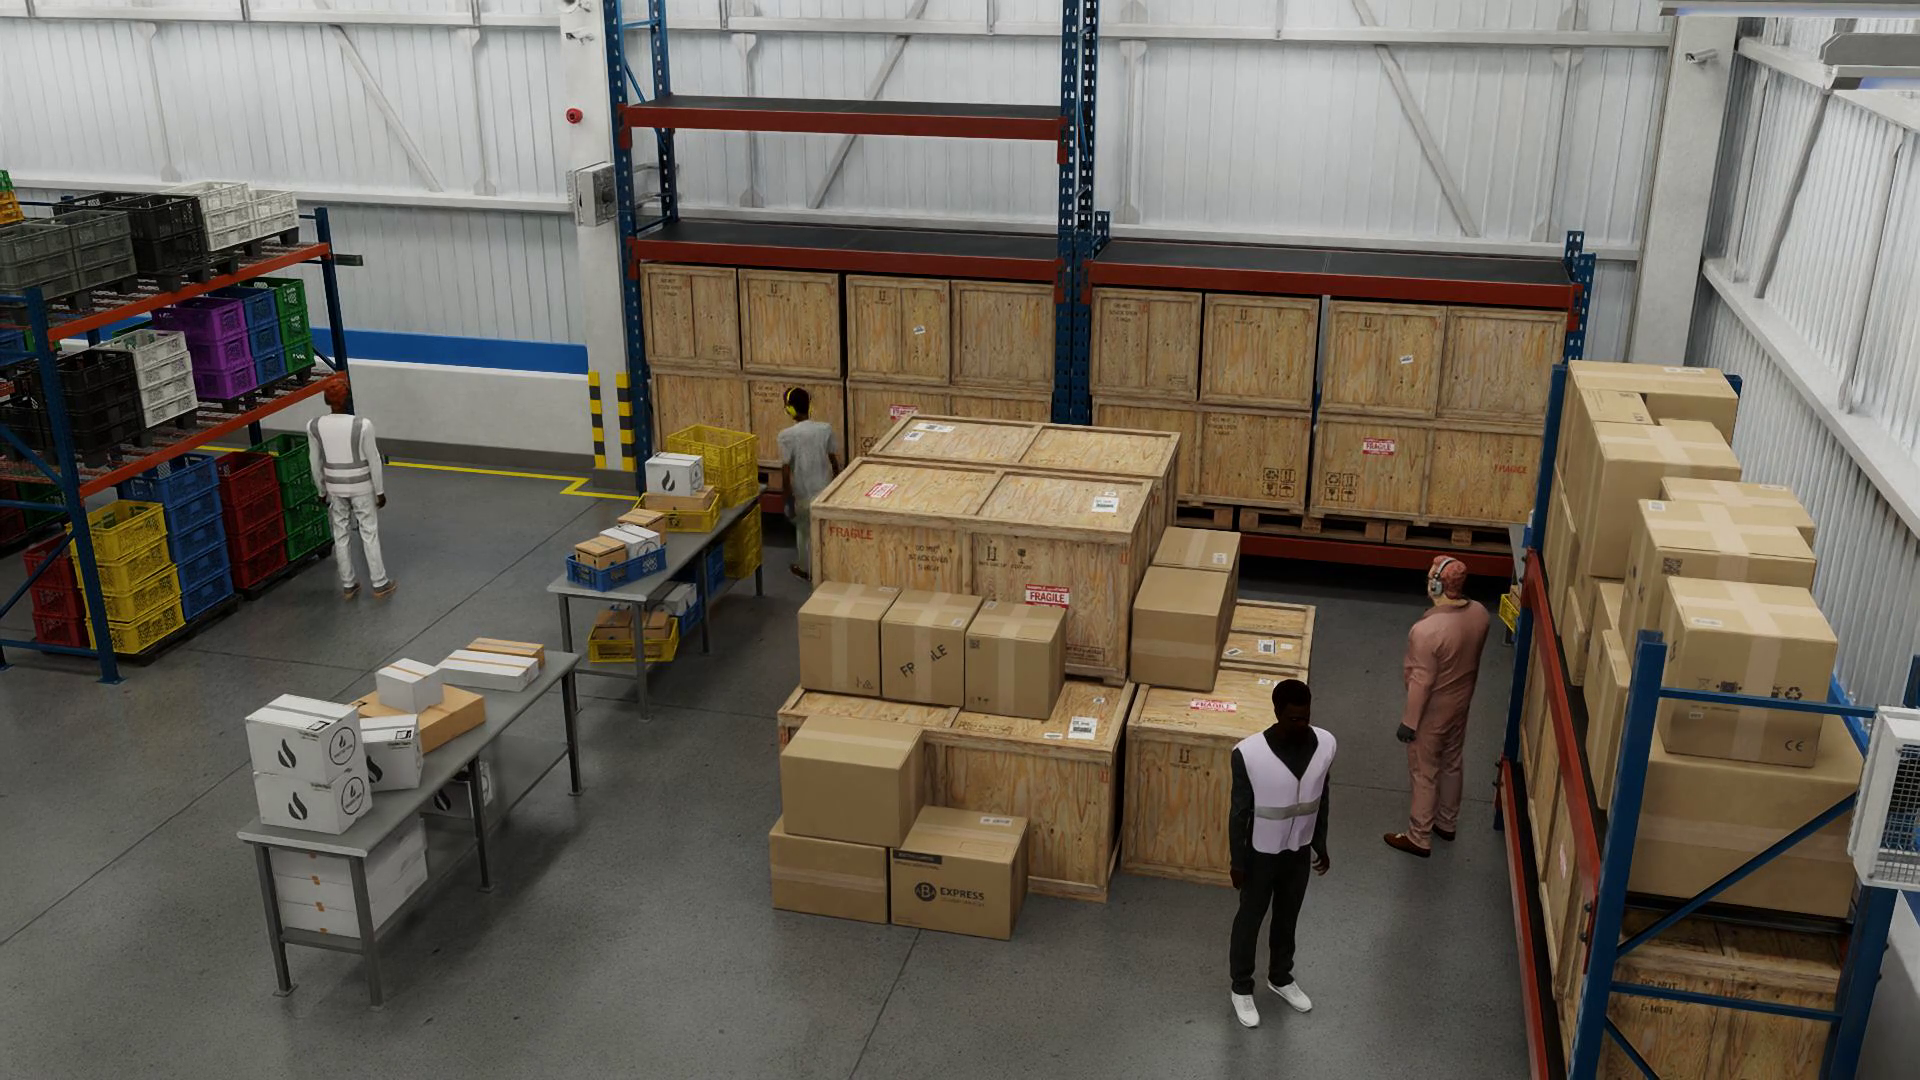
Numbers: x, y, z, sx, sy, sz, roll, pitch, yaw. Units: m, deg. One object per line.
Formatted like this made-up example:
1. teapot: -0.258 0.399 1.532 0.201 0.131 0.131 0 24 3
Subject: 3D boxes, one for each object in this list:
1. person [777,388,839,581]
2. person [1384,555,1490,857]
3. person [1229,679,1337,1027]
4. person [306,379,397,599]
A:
1. person: -1.229 -0.382 13.884 0.570 1.811 1.029 -6 22 -15
2. person: 2.881 1.000 10.118 0.652 1.906 0.402 -17 26 -37
3. person: 1.640 1.581 8.581 0.590 1.919 0.391 -9 23 -22
4. person: -5.081 -0.421 13.869 0.574 1.883 0.360 1 21 3
